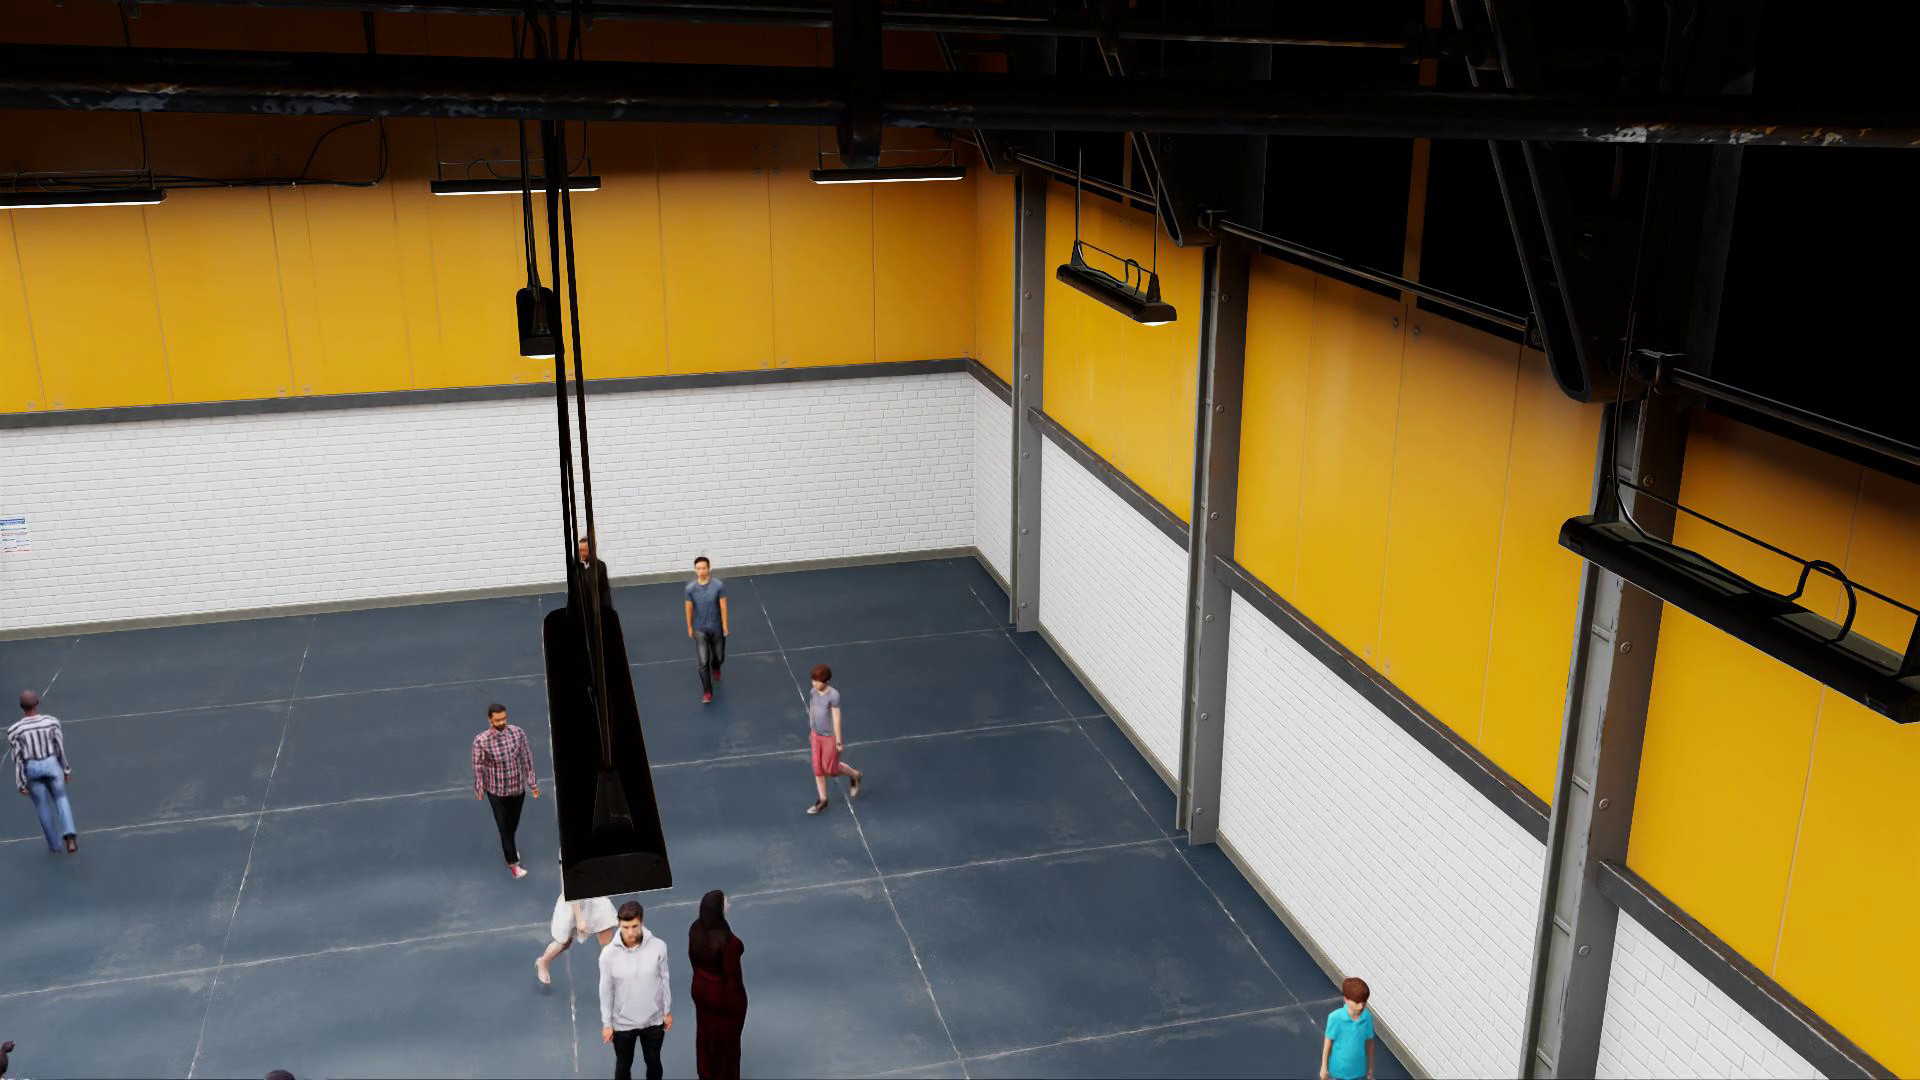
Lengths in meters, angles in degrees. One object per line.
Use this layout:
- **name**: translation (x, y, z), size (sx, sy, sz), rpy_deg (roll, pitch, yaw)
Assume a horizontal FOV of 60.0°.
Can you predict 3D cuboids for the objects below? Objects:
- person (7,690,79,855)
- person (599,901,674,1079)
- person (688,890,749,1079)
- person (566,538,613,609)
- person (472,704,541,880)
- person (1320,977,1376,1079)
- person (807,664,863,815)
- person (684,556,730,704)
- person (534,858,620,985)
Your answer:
- **person**: translation (-8.934, 2.335, 16.241), size (0.833, 1.780, 0.959), rpy_deg (-15, 24, -38)
- **person**: translation (-2.416, 3.539, 12.431), size (0.700, 1.929, 0.593), rpy_deg (-7, 20, -20)
- **person**: translation (-1.869, 3.498, 12.822), size (0.742, 1.757, 0.831), rpy_deg (15, 24, 37)
- **person**: translation (-4.525, 0.869, 20.473), size (0.900, 1.857, 1.334), rpy_deg (-1, 19, -2)
- **person**: translation (-4.443, 2.384, 16.196), size (0.956, 1.716, 1.206), rpy_deg (-13, 23, -34)
- **person**: translation (2.829, 3.842, 12.290), size (0.563, 1.445, 0.627), rpy_deg (-3, 19, -9)
- **person**: translation (-1.335, 2.034, 17.363), size (0.950, 1.633, 0.937), rpy_deg (16, 24, 39)
- **person**: translation (-3.037, 1.029, 20.091), size (0.709, 1.797, 0.950), rpy_deg (-3, 19, -8)
- **person**: translation (-3.251, 3.121, 13.984), size (1.169, 1.731, 1.158), rpy_deg (9, 21, 25)
